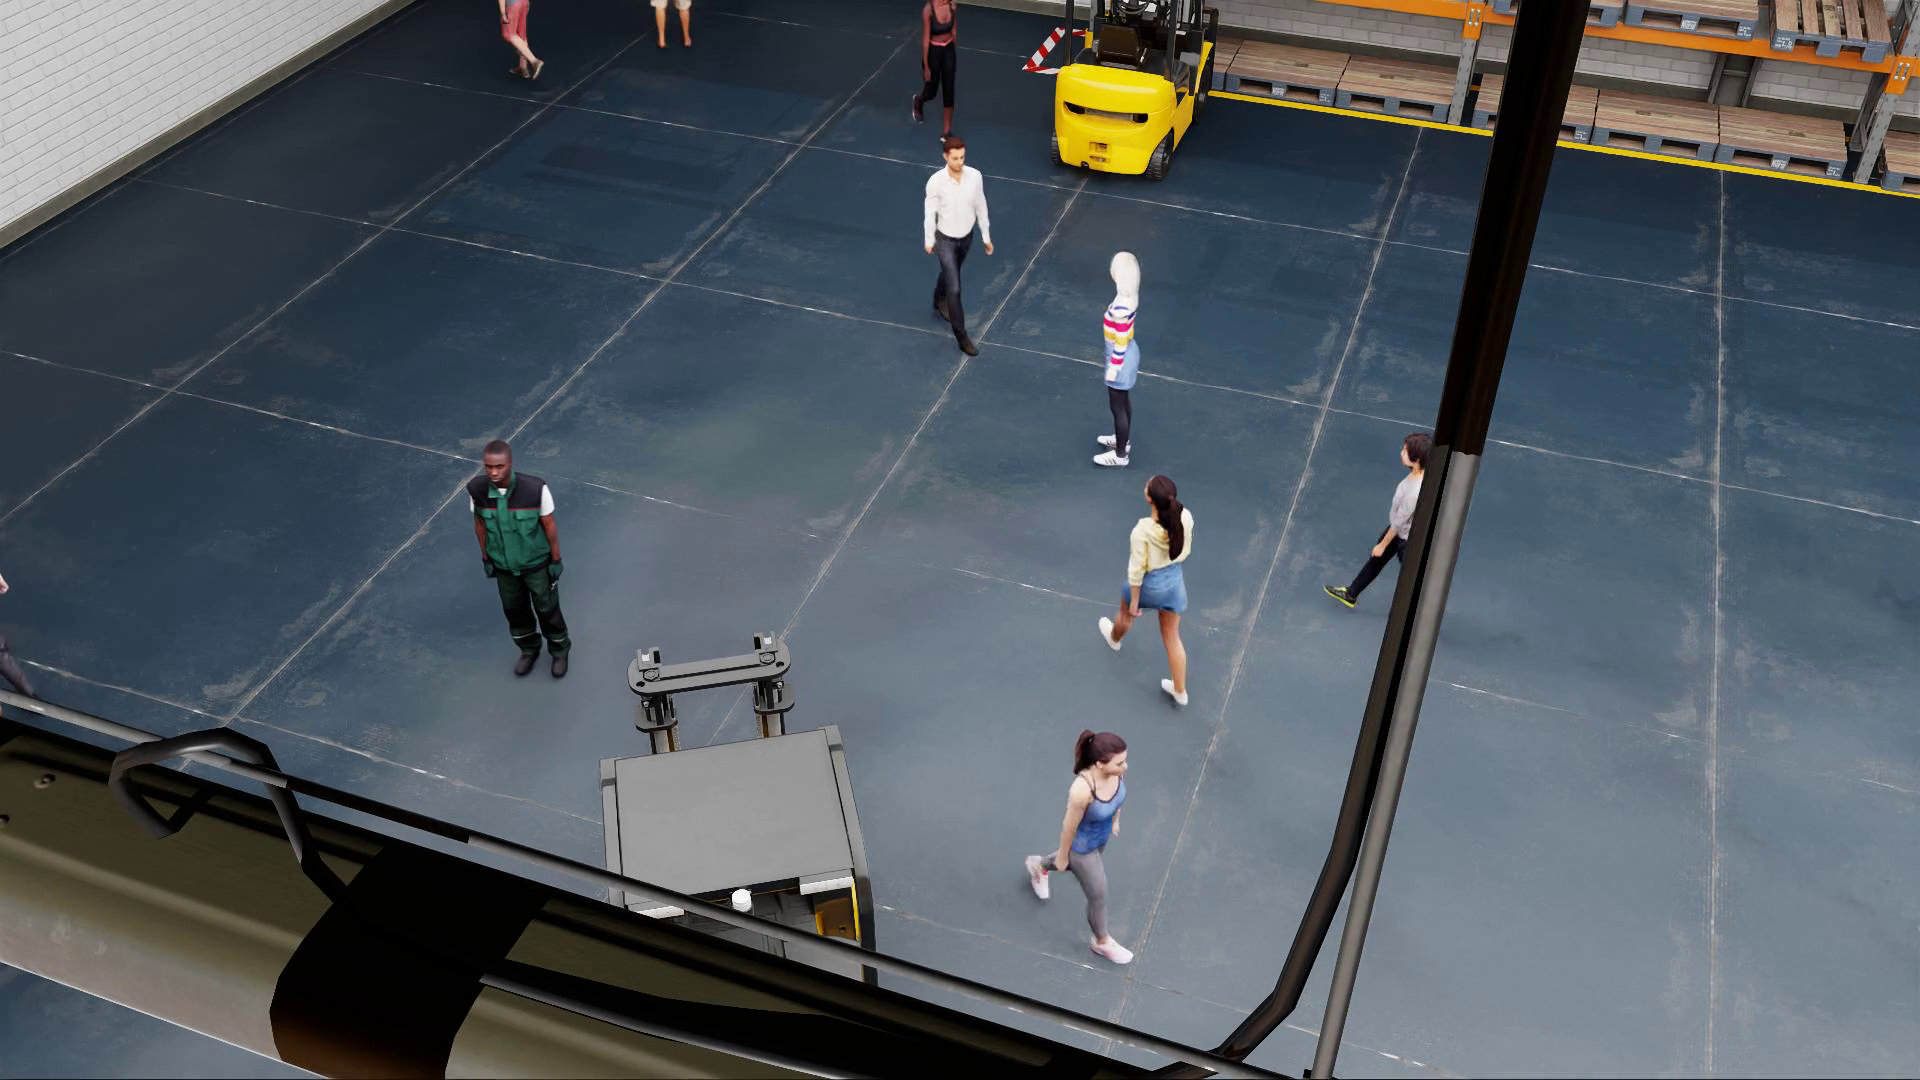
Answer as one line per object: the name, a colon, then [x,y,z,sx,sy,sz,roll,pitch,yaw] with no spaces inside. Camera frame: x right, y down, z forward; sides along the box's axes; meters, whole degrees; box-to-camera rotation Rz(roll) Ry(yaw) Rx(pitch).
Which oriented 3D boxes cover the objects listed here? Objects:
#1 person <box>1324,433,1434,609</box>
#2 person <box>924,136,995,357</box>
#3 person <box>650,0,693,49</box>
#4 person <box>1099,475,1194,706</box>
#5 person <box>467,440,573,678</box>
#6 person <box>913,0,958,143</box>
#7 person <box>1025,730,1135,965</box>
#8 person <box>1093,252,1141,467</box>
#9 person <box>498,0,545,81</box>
person: [3.023,-0.001,10.963,1.020,1.511,0.596,11,40,13]
person: [-0.089,-2.539,13.892,1.146,1.821,1.266,-21,43,-24]
person: [-3.240,-6.461,18.775,0.785,1.857,0.867,-11,40,-13]
person: [1.289,0.347,10.473,1.127,1.579,1.206,-18,42,-21]
person: [-2.781,0.111,10.562,0.637,1.836,0.804,2,39,2]
person: [-0.257,-4.922,16.938,0.967,1.743,1.074,-21,43,-24]
person: [0.624,1.563,8.952,1.130,1.576,0.833,29,47,31]
person: [1.214,-1.355,12.421,0.550,1.808,0.669,9,39,11]
person: [-4.805,-5.787,18.109,0.950,1.635,0.727,24,45,27]
